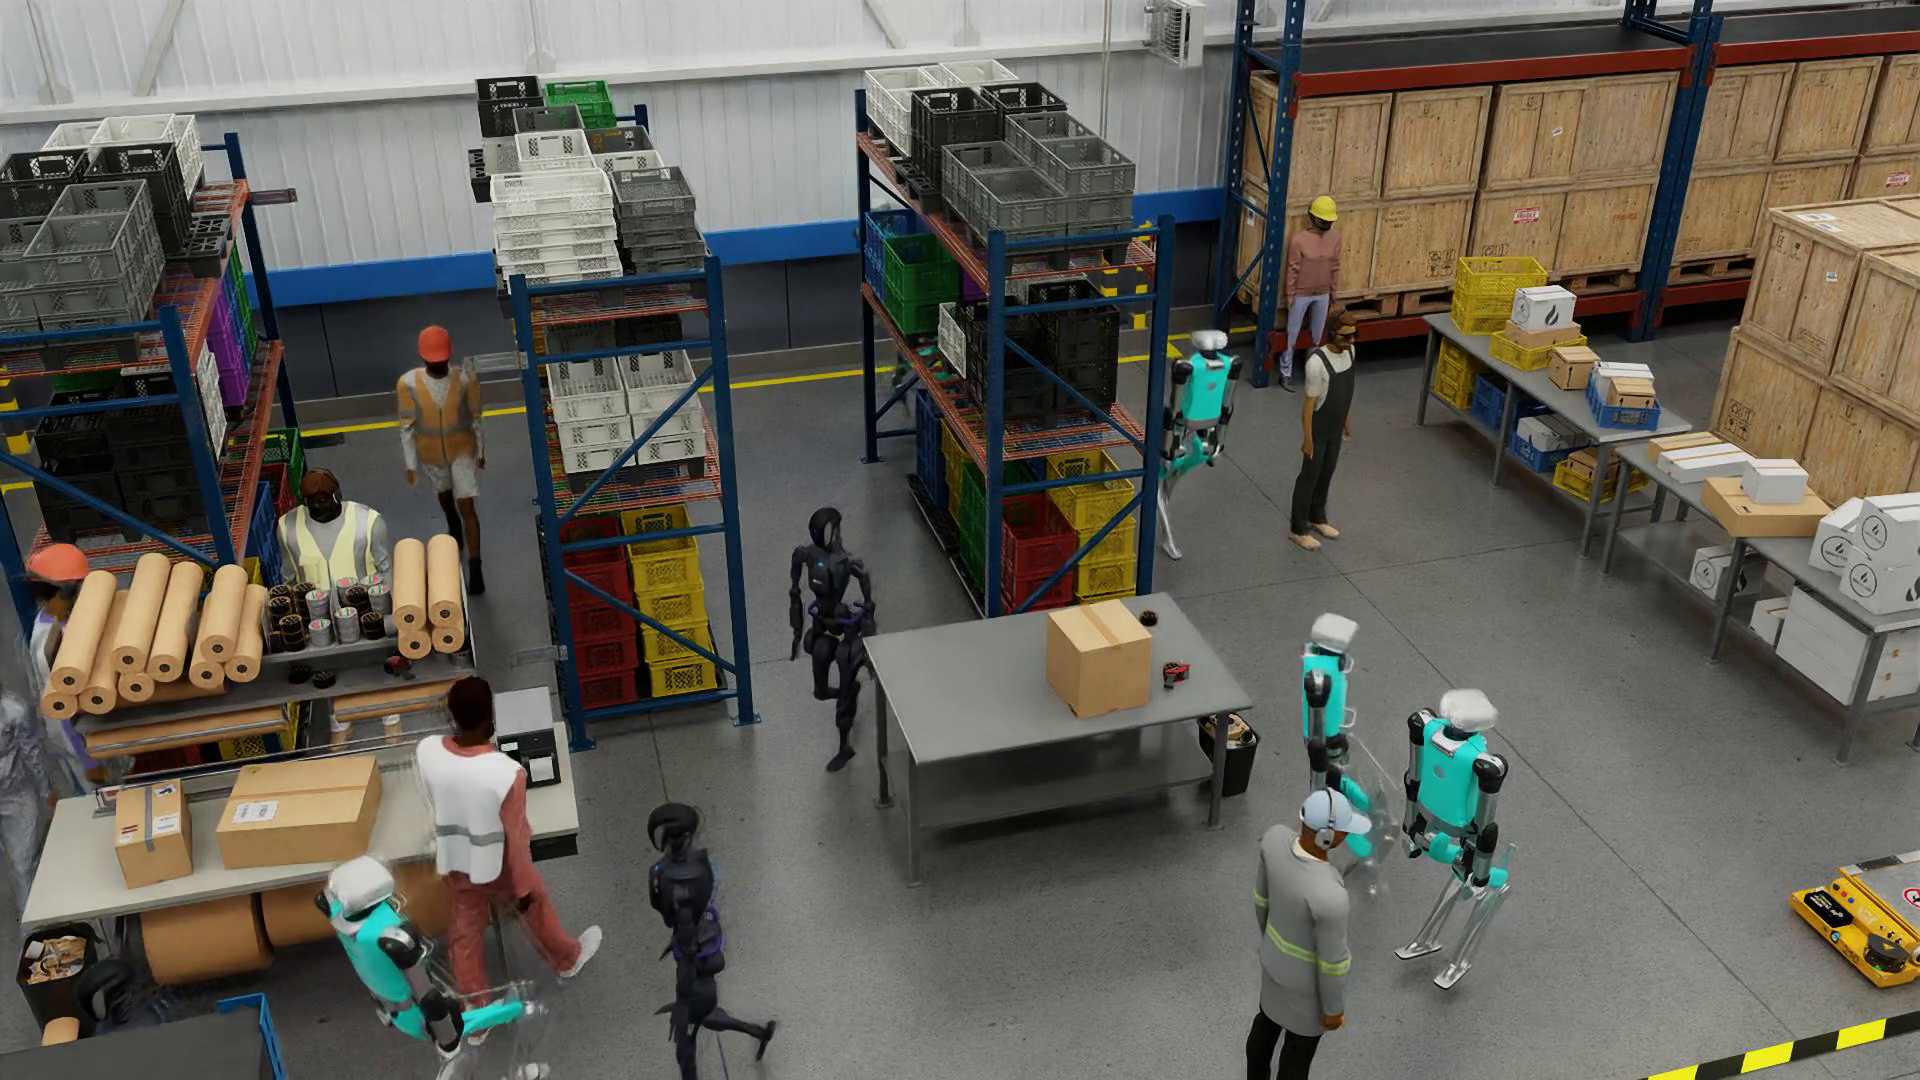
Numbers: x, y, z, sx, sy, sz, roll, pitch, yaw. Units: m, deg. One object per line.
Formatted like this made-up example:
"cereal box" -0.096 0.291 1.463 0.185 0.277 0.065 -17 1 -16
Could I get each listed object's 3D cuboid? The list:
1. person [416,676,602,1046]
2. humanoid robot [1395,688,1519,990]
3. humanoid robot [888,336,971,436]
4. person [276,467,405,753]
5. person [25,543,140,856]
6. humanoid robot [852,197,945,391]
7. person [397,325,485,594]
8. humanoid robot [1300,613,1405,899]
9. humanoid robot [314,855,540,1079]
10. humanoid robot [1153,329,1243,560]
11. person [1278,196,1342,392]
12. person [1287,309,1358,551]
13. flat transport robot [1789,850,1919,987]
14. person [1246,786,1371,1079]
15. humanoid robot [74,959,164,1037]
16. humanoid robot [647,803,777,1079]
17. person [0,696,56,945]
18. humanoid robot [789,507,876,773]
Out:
"person" -2.174 1.441 7.876 0.579 1.873 0.918 9 30 16
"humanoid robot" 2.466 1.388 7.975 0.735 1.674 0.533 -17 33 -28
"humanoid robot" -0.197 -1.574 13.534 1.072 1.744 0.577 -14 32 -24
"person" -3.617 0.421 9.763 0.626 1.844 0.429 -6 29 -11
"person" -4.585 0.987 8.594 0.754 1.988 0.674 -11 31 -19
"humanoid robot" -0.424 -2.032 14.365 0.955 1.778 0.561 15 32 25
"person" -3.596 -0.648 11.660 0.556 1.893 0.986 -6 29 -11
"humanoid robot" 2.061 1.228 8.445 0.796 1.804 0.529 10 30 17
"humanoid robot" -2.168 1.920 7.177 0.538 1.733 1.015 19 34 31
"humanoid robot" 1.573 -0.755 12.073 0.569 1.841 0.869 -11 31 -19
"person" 3.078 -2.148 14.526 0.524 1.761 0.336 -10 30 -17
"person" 2.635 -0.803 11.997 0.340 1.838 0.505 25 38 38
"flat transport robot" 5.163 1.916 8.676 1.431 0.231 0.659 -8 30 -14
"person" 1.490 1.837 7.180 0.396 1.848 0.587 -11 31 -19
"humanoid robot" -3.123 2.305 6.504 0.597 1.653 0.356 18 34 29
"humanoid robot" -1.104 1.859 7.325 0.581 1.644 0.606 -5 29 -10
"person" -4.832 1.262 8.373 0.495 1.700 0.882 -5 29 -9
"humanoid robot" -0.679 0.528 9.753 0.608 1.642 0.571 14 32 23
